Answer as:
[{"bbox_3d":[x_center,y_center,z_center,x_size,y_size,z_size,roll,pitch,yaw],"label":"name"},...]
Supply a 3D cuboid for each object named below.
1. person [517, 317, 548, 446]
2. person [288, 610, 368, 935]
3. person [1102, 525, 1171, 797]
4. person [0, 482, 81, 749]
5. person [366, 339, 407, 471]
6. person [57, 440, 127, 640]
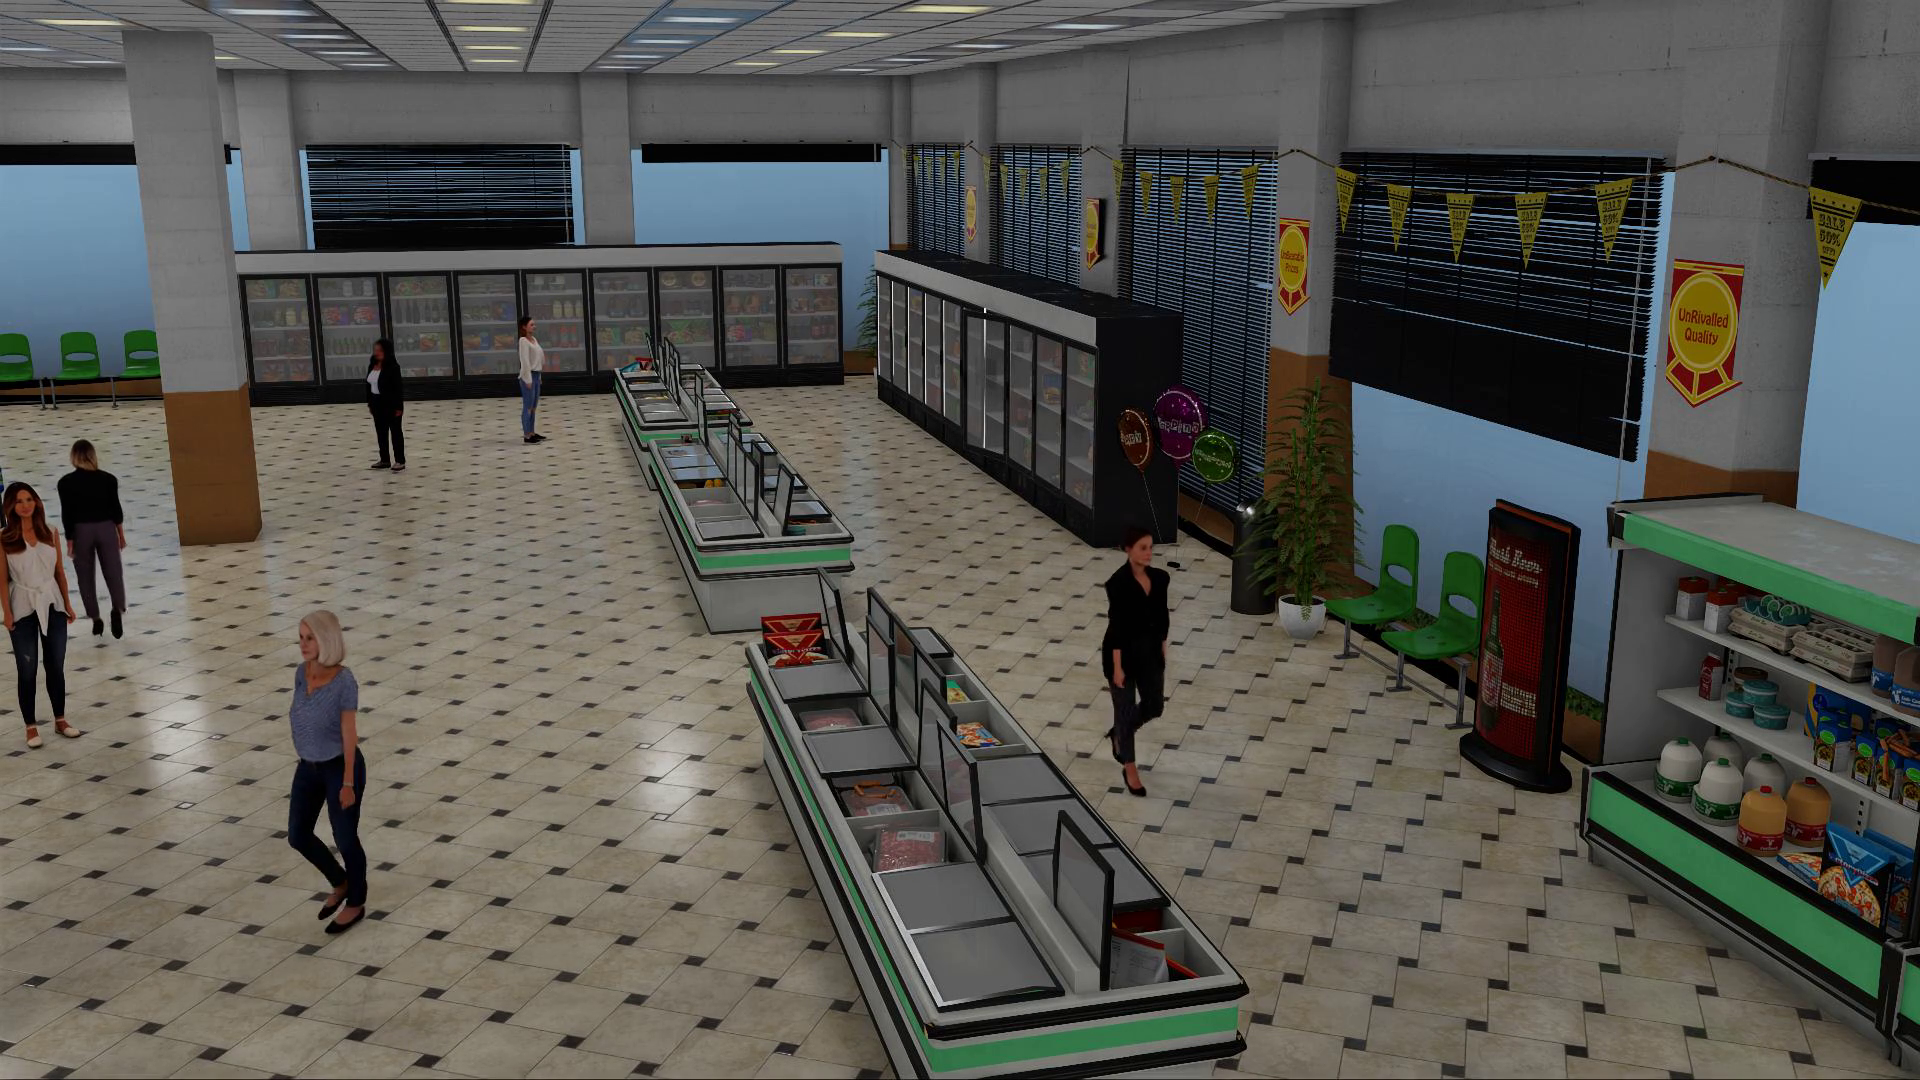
[{"bbox_3d":[-5.746,-2.139,22.219,0.749,1.691,0.611,1,14,6],"label":"person"},{"bbox_3d":[-3.171,1.165,8.553,0.718,1.712,0.773,7,15,28],"label":"person"},{"bbox_3d":[1.024,0.731,10.357,0.743,1.705,0.808,-8,16,-31],"label":"person"},{"bbox_3d":[-6.228,0.486,11.199,0.701,1.785,0.675,11,18,39],"label":"person"},{"bbox_3d":[-7.046,-1.667,20.437,0.770,1.615,0.808,5,15,21],"label":"person"},{"bbox_3d":[-6.911,0.045,13.312,0.813,1.646,1.069,-9,16,-33],"label":"person"}]
